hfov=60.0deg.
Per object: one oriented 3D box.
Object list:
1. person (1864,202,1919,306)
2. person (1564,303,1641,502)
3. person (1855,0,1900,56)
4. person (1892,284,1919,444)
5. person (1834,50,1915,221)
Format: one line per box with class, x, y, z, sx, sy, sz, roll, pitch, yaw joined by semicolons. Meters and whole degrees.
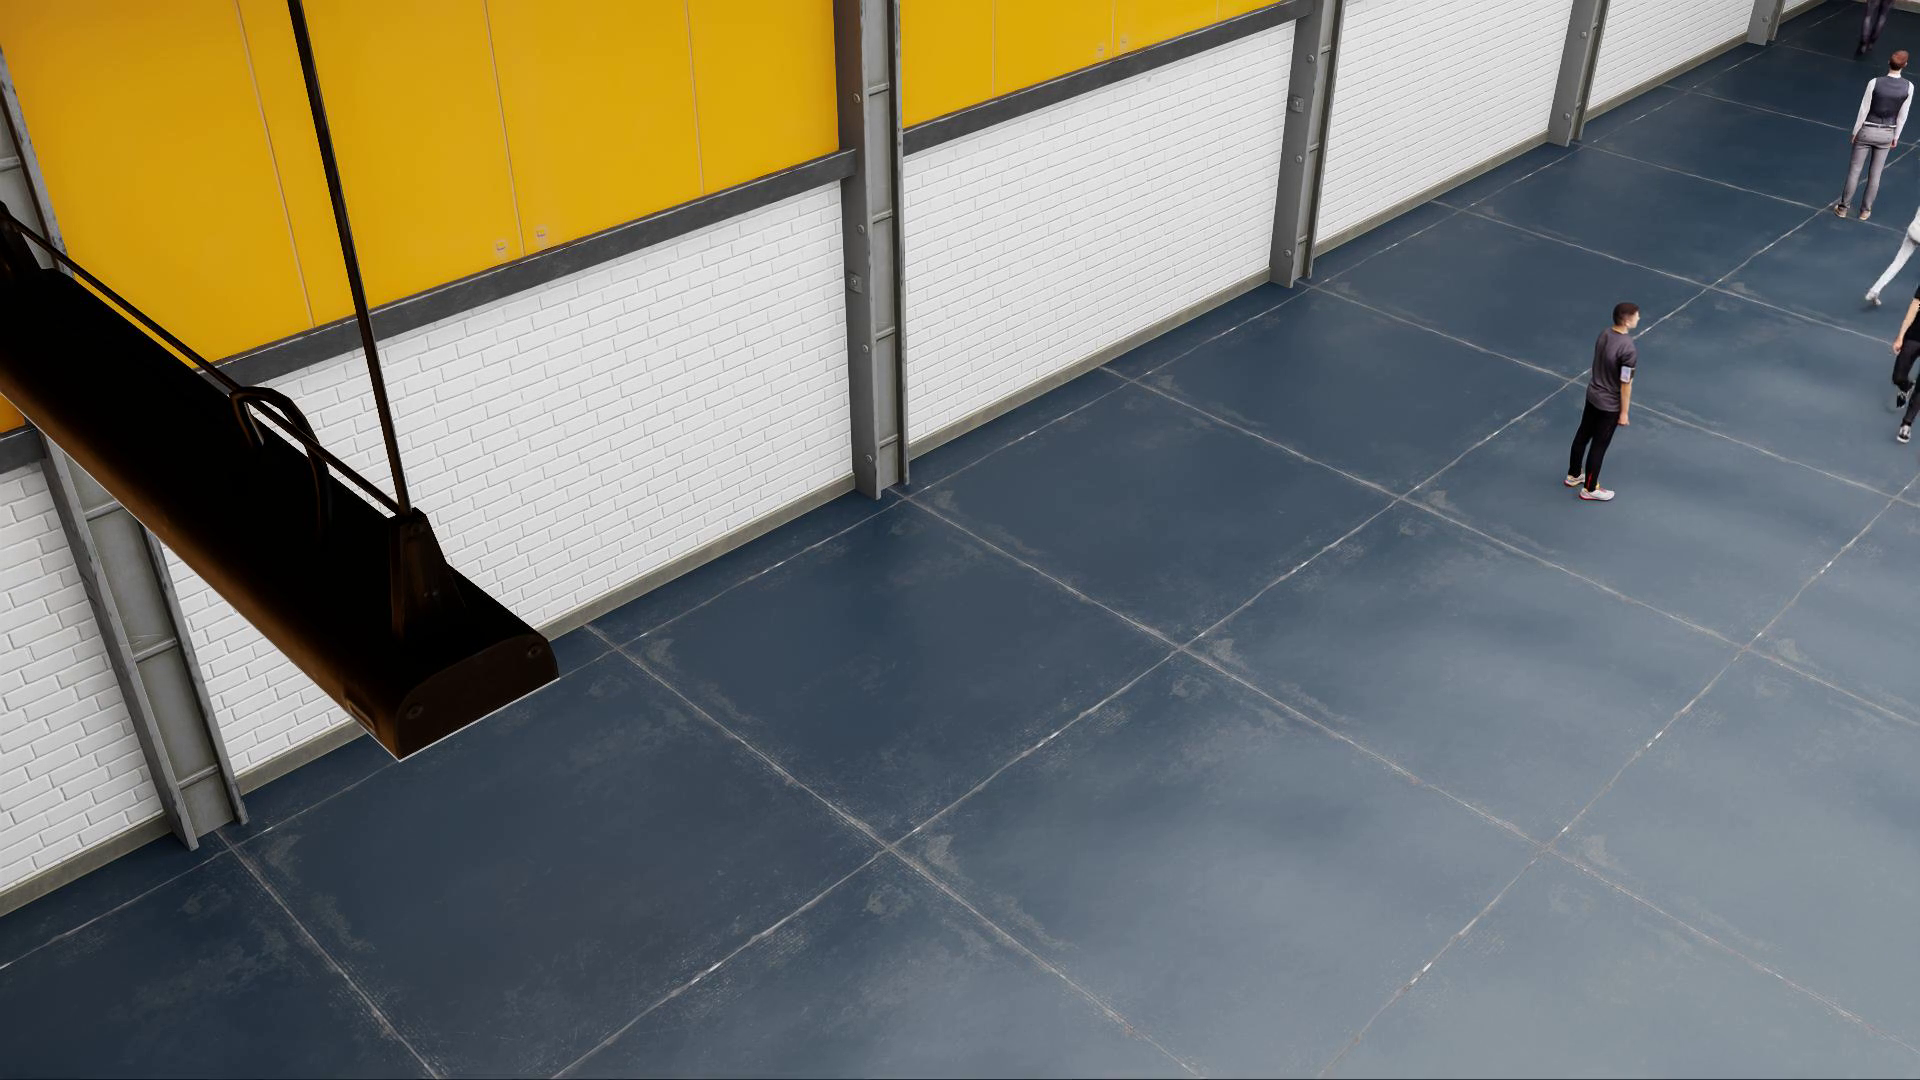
person;9.725;-3.110;16.924;1.194;1.633;0.972;-9;35;-13
person;5.385;-1.172;13.889;0.733;1.764;0.724;-7;34;-10
person;13.267;-7.854;23.905;1.014;1.805;1.228;10;35;14
person;8.623;-1.820;14.814;0.753;1.819;0.962;18;38;25
person;10.416;-4.611;18.906;0.735;1.938;0.711;12;36;18
